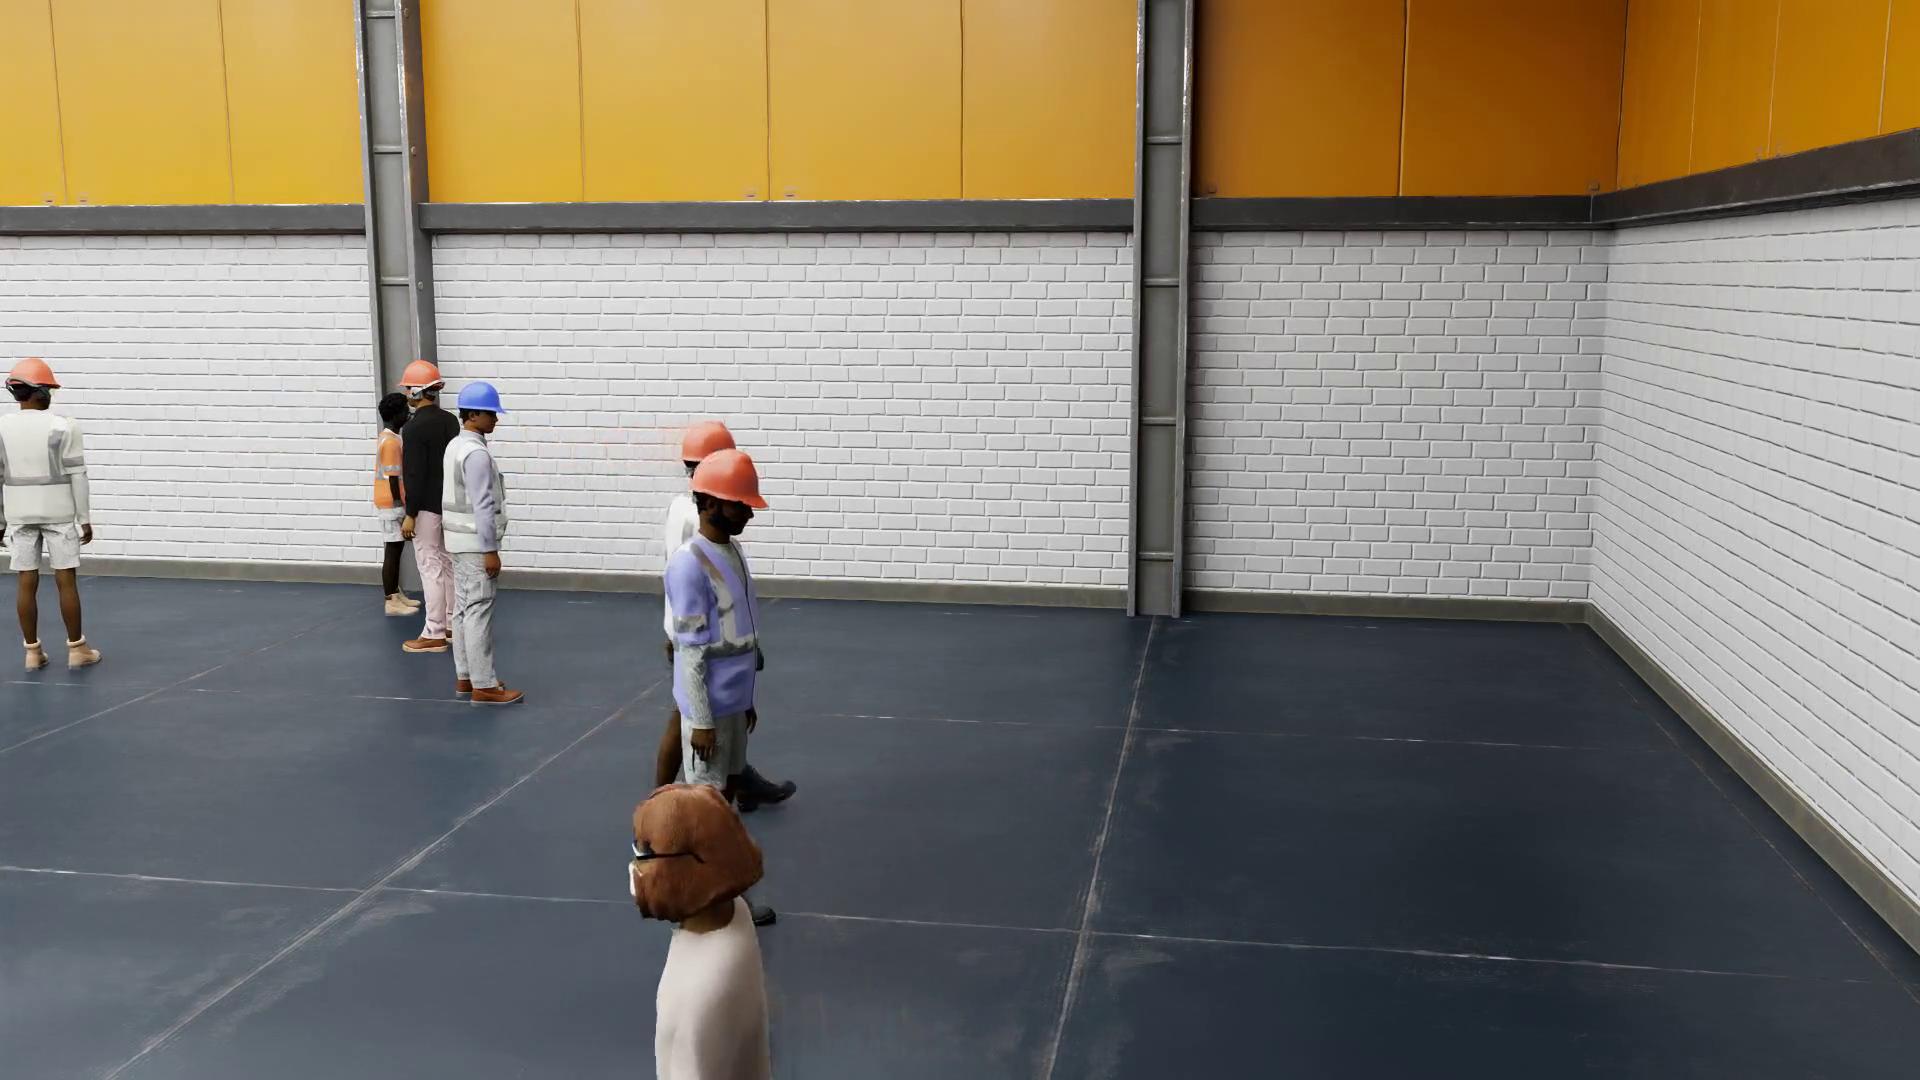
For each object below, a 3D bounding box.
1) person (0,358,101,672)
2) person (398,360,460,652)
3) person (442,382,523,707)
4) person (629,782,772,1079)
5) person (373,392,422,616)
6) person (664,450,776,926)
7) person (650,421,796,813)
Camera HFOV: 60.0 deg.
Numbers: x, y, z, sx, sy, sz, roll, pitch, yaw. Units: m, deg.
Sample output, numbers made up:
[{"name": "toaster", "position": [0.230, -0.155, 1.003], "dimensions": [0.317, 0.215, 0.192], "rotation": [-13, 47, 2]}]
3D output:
[{"name": "person", "position": [-5.972, -0.157, 10.825], "dimensions": [0.607, 2.039, 0.395], "rotation": [-1, 9, -9]}, {"name": "person", "position": [-3.631, -0.230, 11.405], "dimensions": [0.376, 1.995, 0.612], "rotation": [2, 9, 11]}, {"name": "person", "position": [-2.901, 0.023, 10.011], "dimensions": [0.402, 1.942, 0.604], "rotation": [-5, 11, -30]}, {"name": "person", "position": [-0.605, 1.271, 3.326], "dimensions": [0.777, 1.596, 0.526], "rotation": [-2, 9, -10]}, {"name": "person", "position": [-4.275, -0.272, 12.606], "dimensions": [0.320, 1.694, 0.532], "rotation": [-3, 10, -15]}, {"name": "person", "position": [-0.910, 0.613, 6.413], "dimensions": [0.366, 1.930, 0.542], "rotation": [2, 9, 10]}, {"name": "person", "position": [-1.097, 0.407, 7.720], "dimensions": [0.896, 1.905, 0.545], "rotation": [-4, 10, -23]}]
